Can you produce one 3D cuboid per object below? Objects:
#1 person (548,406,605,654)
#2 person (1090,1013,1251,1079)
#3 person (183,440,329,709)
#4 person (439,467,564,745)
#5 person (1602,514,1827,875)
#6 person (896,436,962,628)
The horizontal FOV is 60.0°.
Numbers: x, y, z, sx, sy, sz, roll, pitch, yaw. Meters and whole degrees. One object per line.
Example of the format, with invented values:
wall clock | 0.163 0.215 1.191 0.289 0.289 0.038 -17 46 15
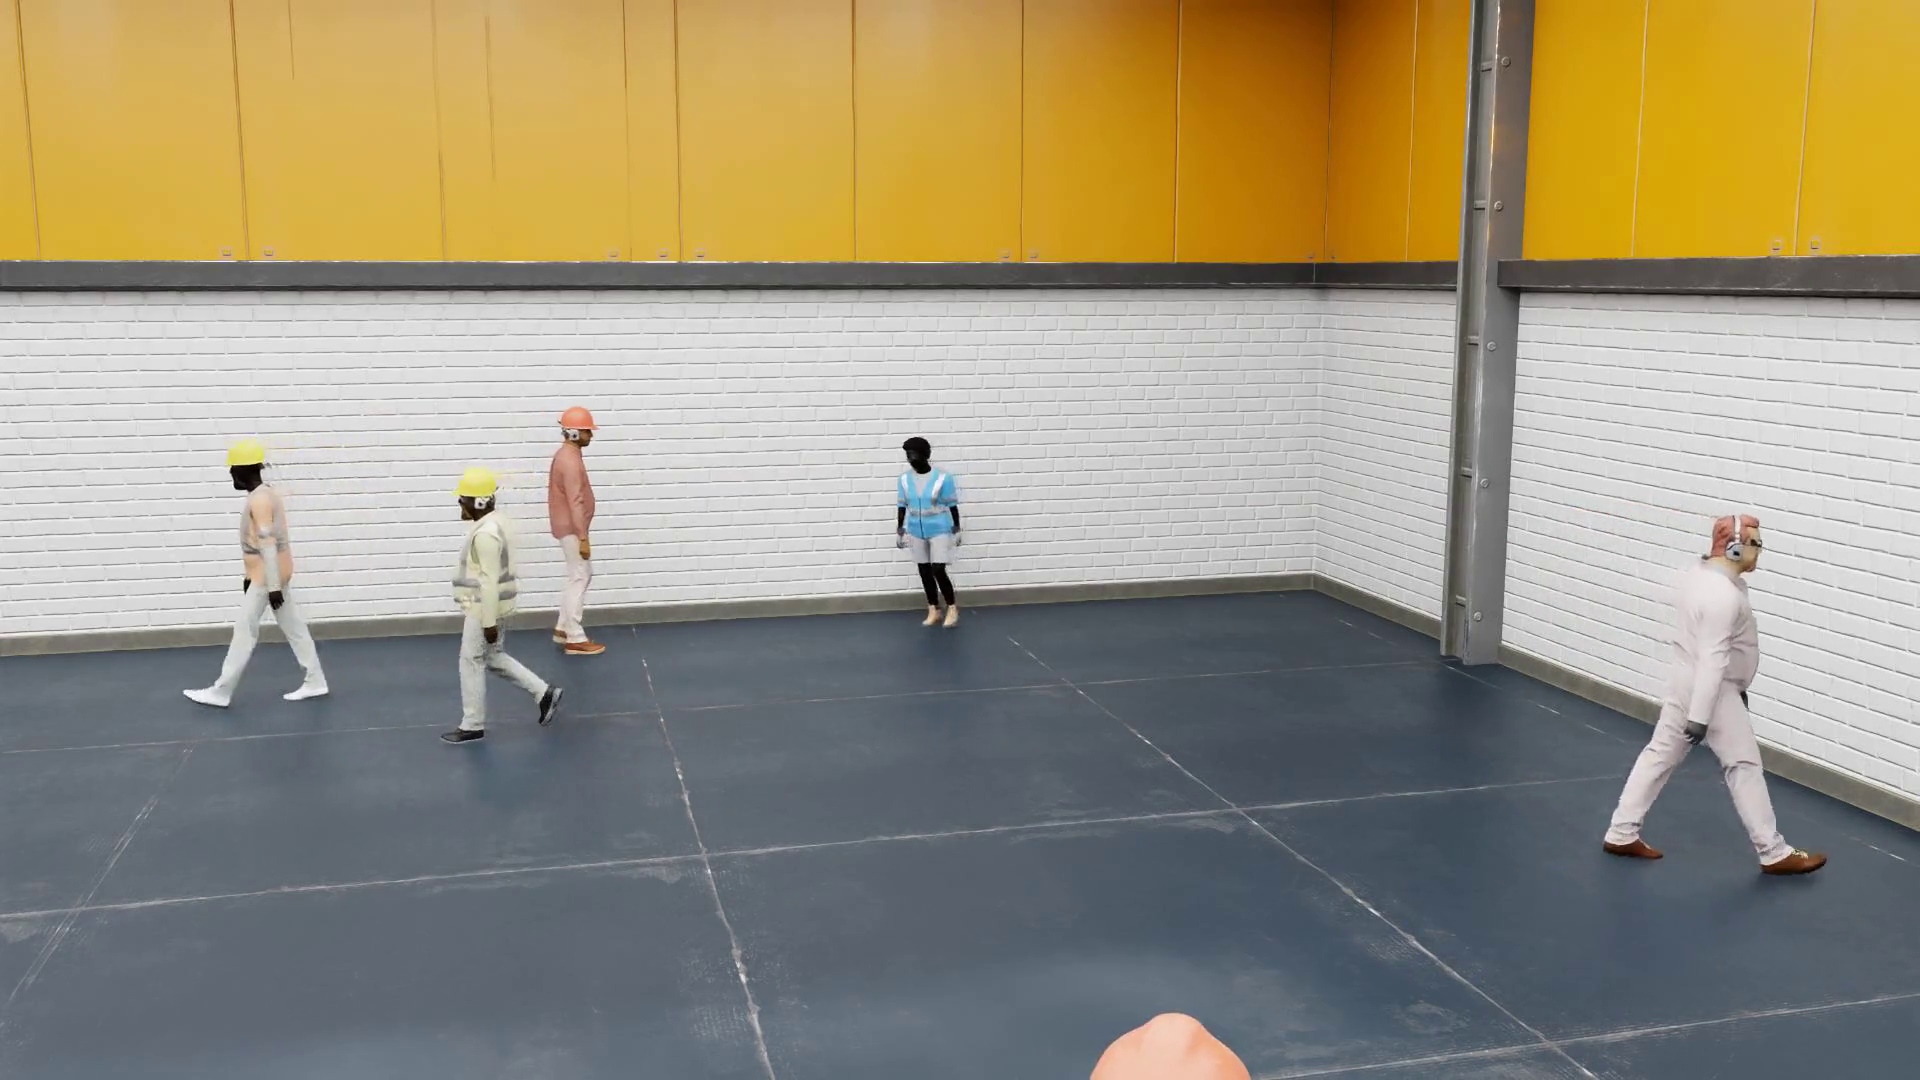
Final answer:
person | -3.053 -0.074 13.235 0.415 1.986 0.652 -3 10 -18
person | 0.278 1.646 2.330 0.609 2.048 0.367 4 10 26
person | -4.944 0.240 11.629 0.971 1.873 0.618 -3 10 -18
person | -2.995 0.417 10.742 0.701 1.807 0.597 -1 9 -7
person | 3.822 0.775 8.422 1.047 1.843 0.635 1 9 7
person | -0.270 -0.064 14.166 0.549 1.660 0.455 5 10 27
